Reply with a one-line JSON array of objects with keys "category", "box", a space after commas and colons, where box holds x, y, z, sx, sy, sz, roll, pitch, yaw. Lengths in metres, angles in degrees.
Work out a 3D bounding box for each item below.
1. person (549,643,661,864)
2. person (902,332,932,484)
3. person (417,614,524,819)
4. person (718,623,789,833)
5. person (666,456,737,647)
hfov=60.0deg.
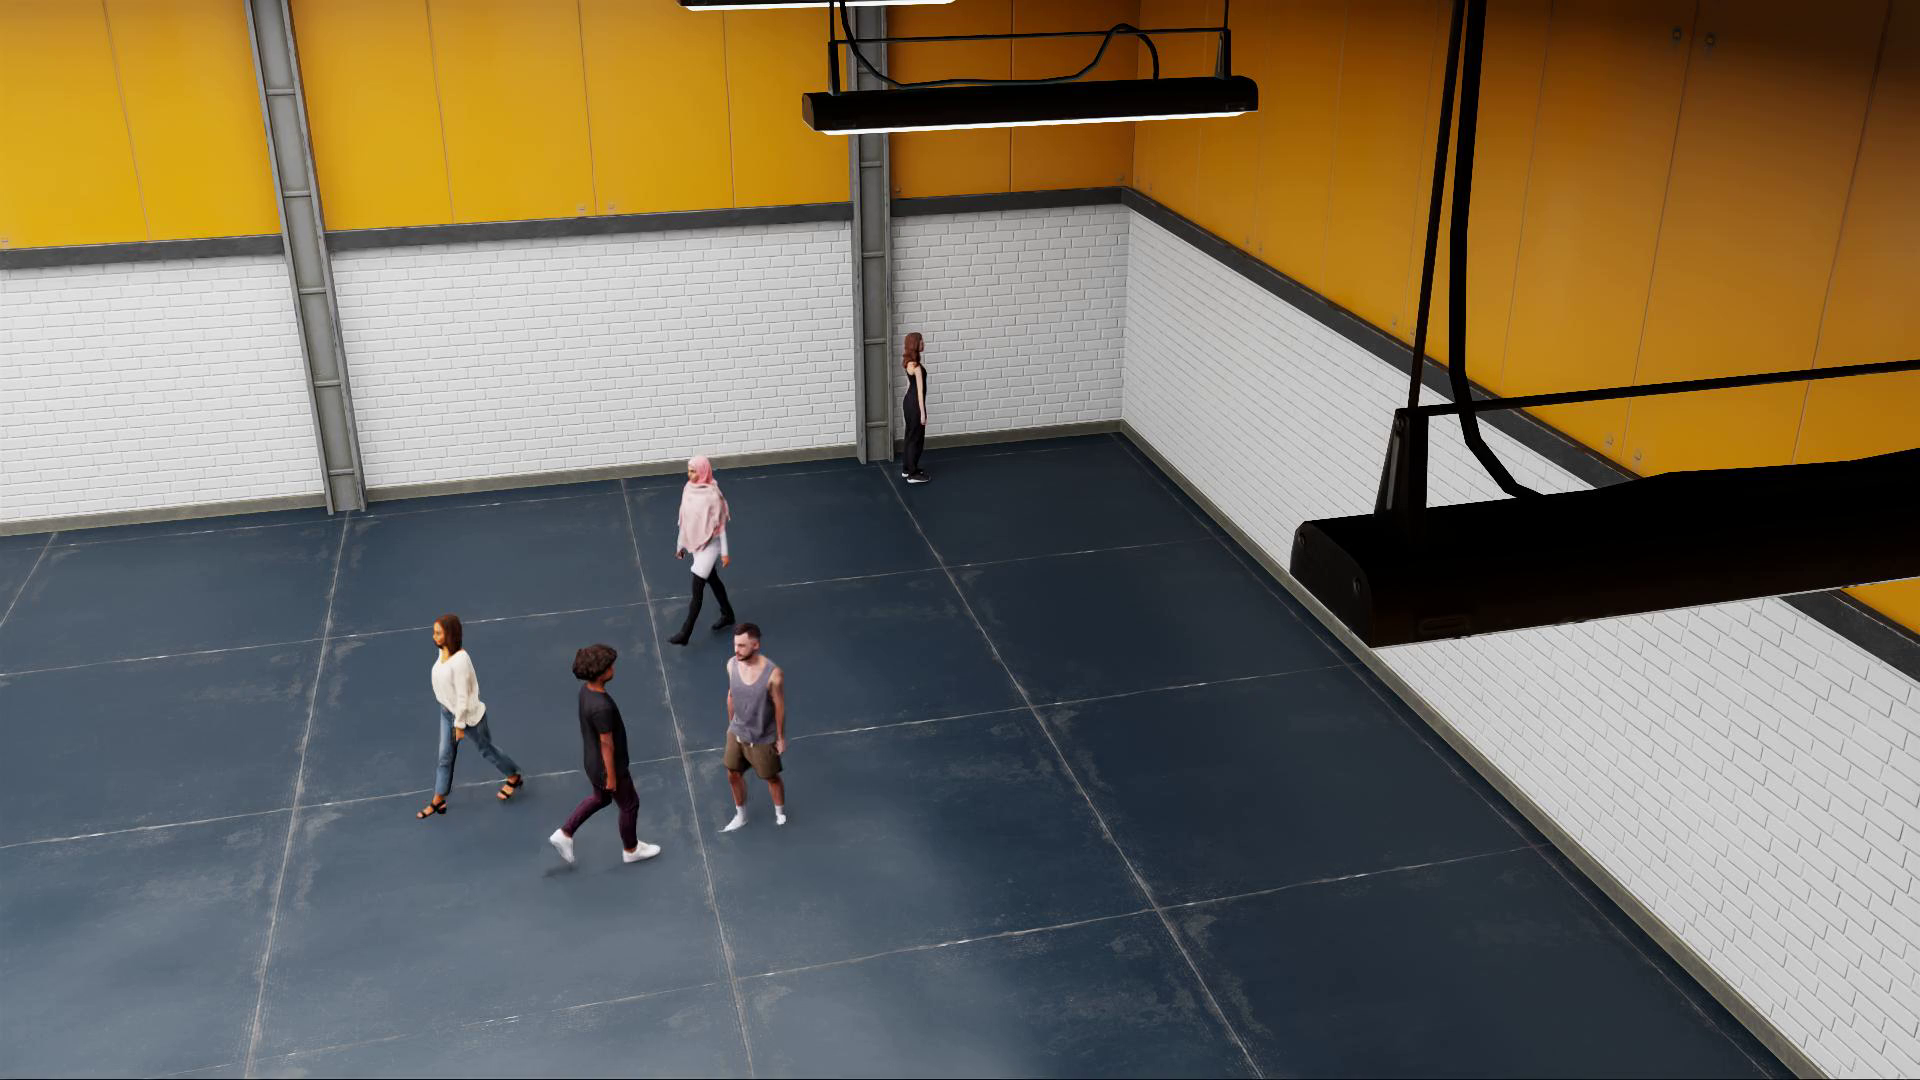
[{"category": "person", "box": [-2.601, 1.568, 11.879, 1.054, 1.766, 0.764, -12, 26, -25]}, {"category": "person", "box": [-0.526, -1.528, 18.987, 0.492, 1.746, 0.581, -7, 25, -15]}, {"category": "person", "box": [-3.684, 1.314, 12.615, 1.162, 1.641, 0.899, -17, 29, -33]}, {"category": "person", "box": [-1.507, 1.403, 12.421, 0.783, 1.839, 0.878, 5, 24, 12]}, {"category": "person", "box": [-2.278, 0.062, 15.324, 1.005, 1.768, 1.191, 20, 31, 38]}]
